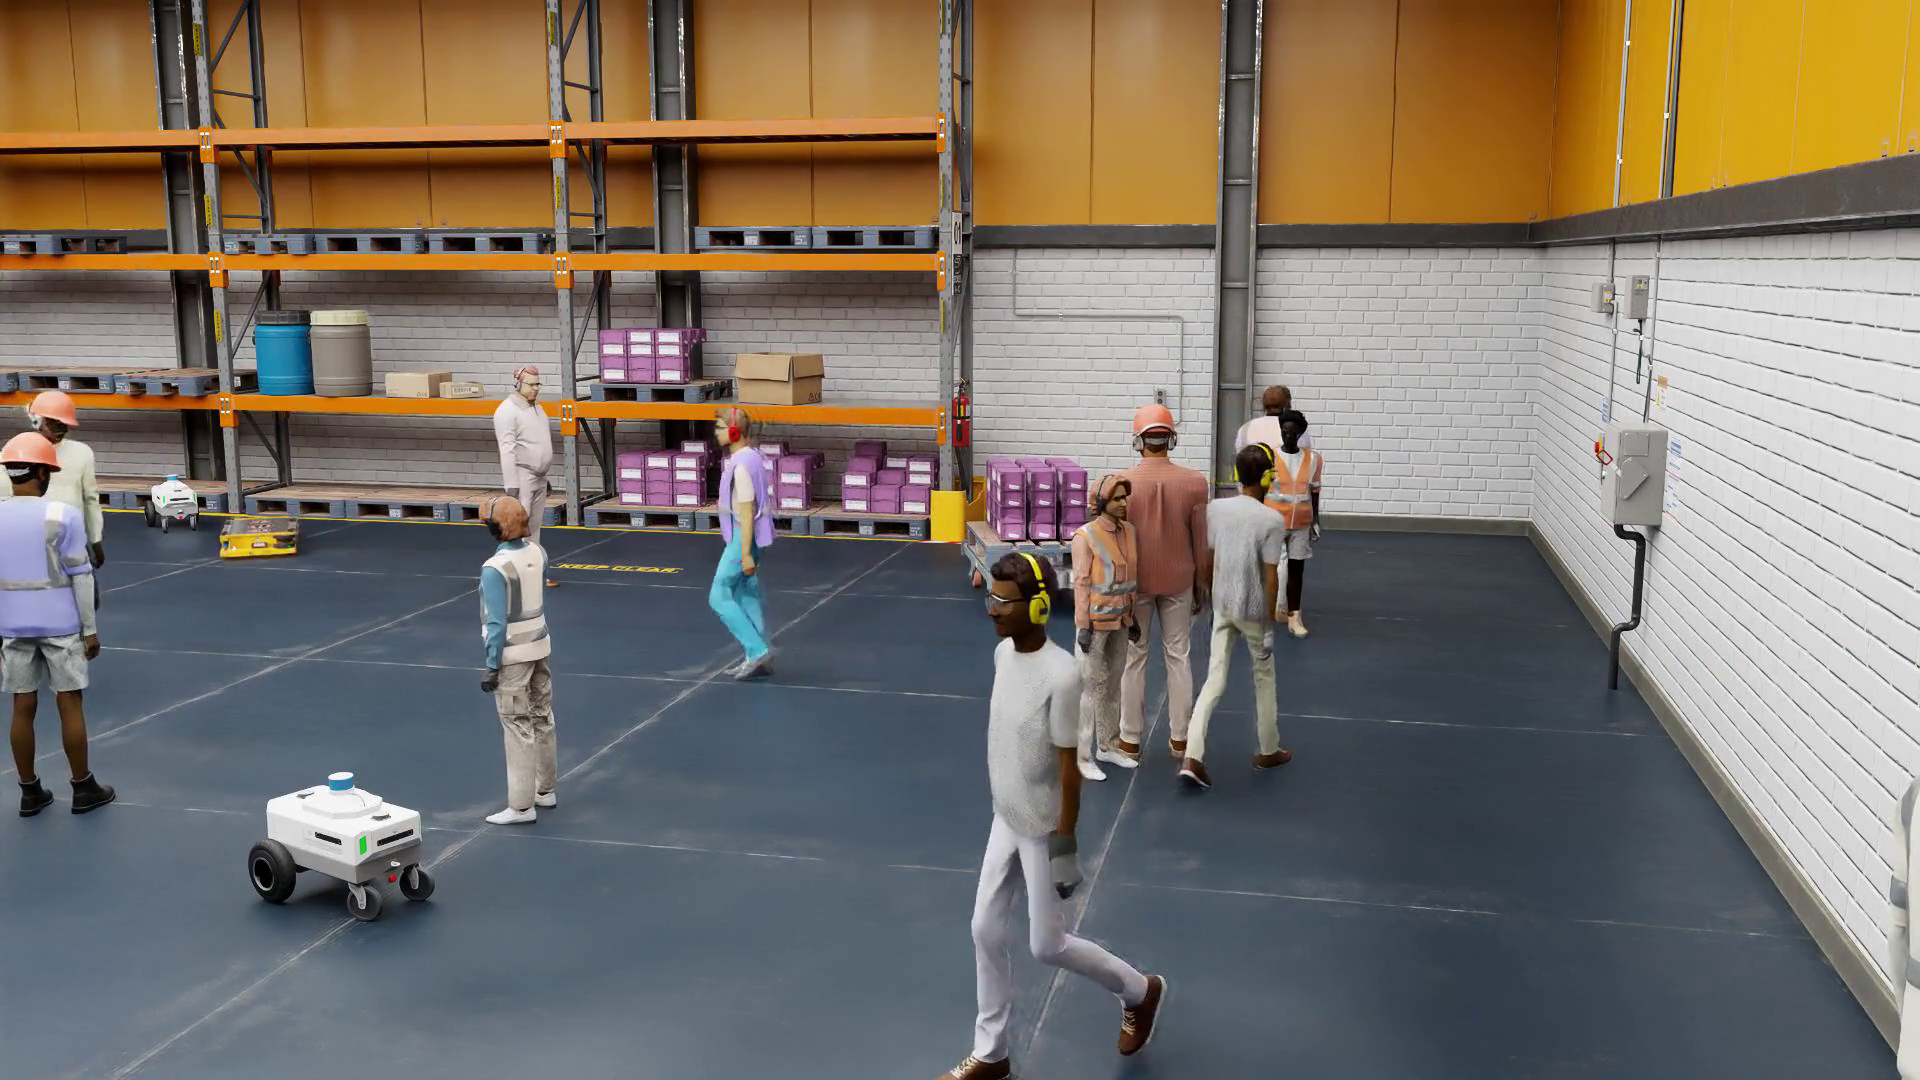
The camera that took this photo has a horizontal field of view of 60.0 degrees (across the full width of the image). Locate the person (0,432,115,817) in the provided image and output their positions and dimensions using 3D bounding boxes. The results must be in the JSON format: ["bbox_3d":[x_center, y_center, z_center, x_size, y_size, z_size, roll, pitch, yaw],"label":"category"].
[{"bbox_3d":[-4.590,0.426,8.324,0.542,1.927,0.382,-1,10,-5],"label":"person"}]

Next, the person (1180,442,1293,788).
[{"bbox_3d":[1.468,0.391,8.833,0.539,1.832,0.942,7,12,38],"label":"person"}]

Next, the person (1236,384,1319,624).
[{"bbox_3d":[2.437,-0.276,12.764,0.429,1.844,0.648,-9,13,-43],"label":"person"}]

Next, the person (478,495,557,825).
[{"bbox_3d":[-2.188,0.588,8.214,0.312,1.638,0.512,3,10,15],"label":"person"}]

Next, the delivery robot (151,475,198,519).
[{"bbox_3d":[-8.120,-0.433,17.184,0.477,0.478,0.707,-6,12,-33],"label":"delivery robot"}]

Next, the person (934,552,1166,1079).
[{"bbox_3d":[0.305,0.937,5.560,0.782,1.849,0.525,-5,11,-26],"label":"person"}]

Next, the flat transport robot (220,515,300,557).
[{"bbox_3d":[-6.740,-0.050,16.034,0.652,0.197,1.431,-4,10,-20],"label":"flat transport robot"}]

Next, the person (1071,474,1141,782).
[{"bbox_3d":[0.786,0.458,8.972,0.310,1.642,0.514,8,13,40],"label":"person"}]

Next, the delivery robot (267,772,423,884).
[{"bbox_3d":[-2.668,1.252,7.207,0.707,0.478,0.477,6,12,33],"label":"delivery robot"}]

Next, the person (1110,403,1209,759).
[{"bbox_3d":[1.081,0.237,9.259,0.608,1.989,0.386,-1,10,-5],"label":"person"}]

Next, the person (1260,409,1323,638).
[{"bbox_3d":[2.399,-0.119,12.216,0.536,1.699,0.322,-1,10,-8],"label":"person"}]

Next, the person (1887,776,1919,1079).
[{"bbox_3d":[2.221,1.172,3.558,0.379,2.044,0.607,0,10,-1],"label":"person"}]

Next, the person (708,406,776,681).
[{"bbox_3d":[-1.442,0.032,10.952,0.451,1.830,0.578,0,10,0],"label":"person"}]

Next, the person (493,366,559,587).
[{"bbox_3d":[-3.596,-0.500,13.884,0.405,1.903,0.636,2,10,13],"label":"person"}]

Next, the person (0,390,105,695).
[{"bbox_3d":[-5.754,0.033,10.544,0.429,1.960,0.645,9,13,41],"label":"person"}]
